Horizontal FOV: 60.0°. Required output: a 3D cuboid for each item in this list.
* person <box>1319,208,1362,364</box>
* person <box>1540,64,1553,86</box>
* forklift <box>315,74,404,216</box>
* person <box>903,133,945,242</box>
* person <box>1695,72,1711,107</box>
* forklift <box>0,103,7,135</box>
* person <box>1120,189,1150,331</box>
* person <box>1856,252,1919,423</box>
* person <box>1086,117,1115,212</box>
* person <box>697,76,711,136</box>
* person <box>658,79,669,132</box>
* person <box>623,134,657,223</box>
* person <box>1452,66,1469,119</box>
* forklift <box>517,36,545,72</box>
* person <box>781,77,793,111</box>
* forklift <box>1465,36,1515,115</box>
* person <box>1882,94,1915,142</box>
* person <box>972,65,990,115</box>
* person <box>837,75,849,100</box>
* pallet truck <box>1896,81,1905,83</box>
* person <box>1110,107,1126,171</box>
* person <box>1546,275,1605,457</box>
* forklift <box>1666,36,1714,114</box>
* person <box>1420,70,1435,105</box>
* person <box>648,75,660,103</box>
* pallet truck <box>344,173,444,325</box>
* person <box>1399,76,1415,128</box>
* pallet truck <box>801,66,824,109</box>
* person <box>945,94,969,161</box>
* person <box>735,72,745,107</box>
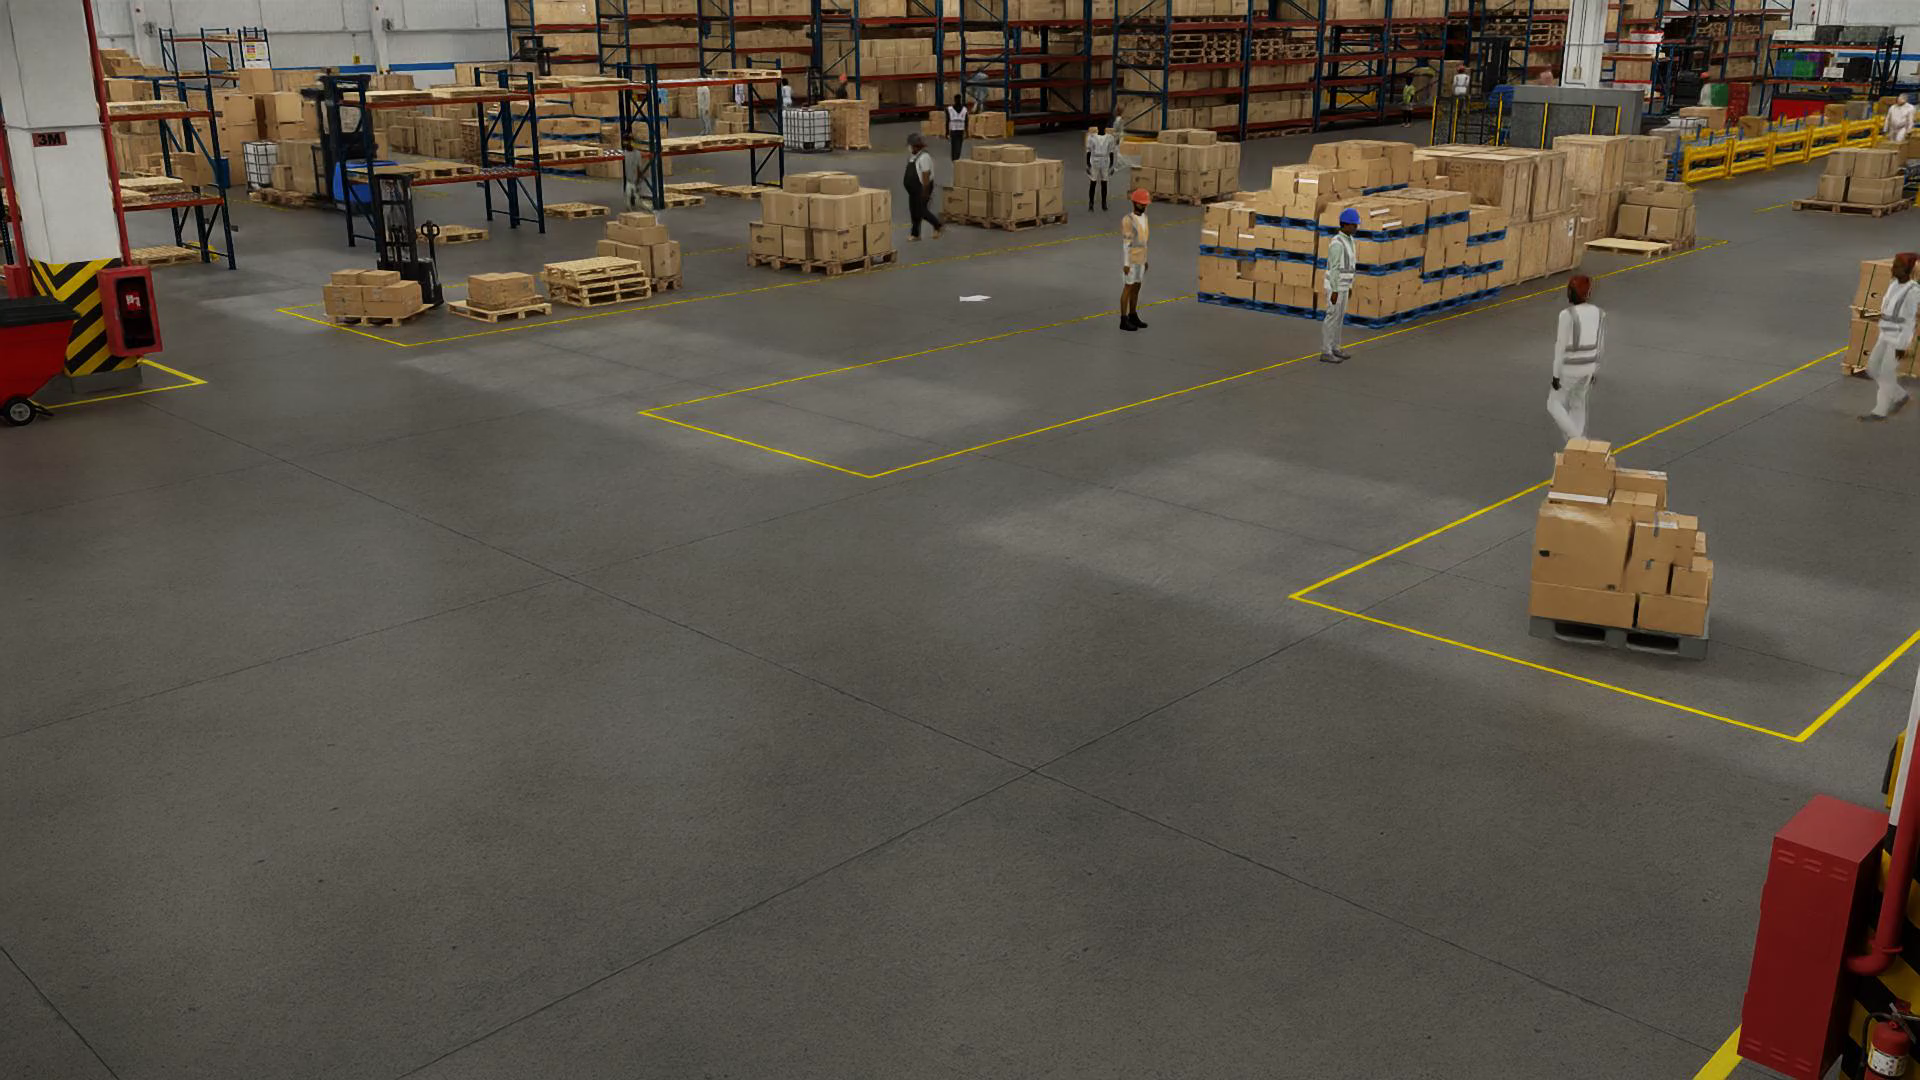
[{"bbox_3d":[4.782,-3.187,20.868,0.426,1.939,0.600,10,21,27],"label":"person"},{"bbox_3d":[21.409,-16.380,60.663,0.427,1.895,0.667,-5,19,-15],"label":"person"},{"bbox_3d":[-12.659,-8.279,34.724,1.873,2.768,1.129,17,25,41],"label":"forklift"},{"bbox_3d":[-0.711,-6.548,30.821,0.702,2.000,0.713,-8,20,-24],"label":"person"},{"bbox_3d":[23.580,-13.839,52.881,1.059,1.970,0.602,4,19,13],"label":"person"},{"bbox_3d":[-29.010,-14.010,51.991,1.129,2.768,1.873,15,24,38],"label":"forklift"},{"bbox_3d":[2.434,-3.856,22.877,0.374,1.934,0.548,14,23,36],"label":"person"},{"bbox_3d":[10.060,-2.159,17.862,0.491,1.872,0.605,2,18,5],"label":"person"},{"bbox_3d":[2.950,-7.893,35.002,0.604,1.959,0.379,-1,18,-4],"label":"person"},{"bbox_3d":[-7.973,-13.420,51.692,0.378,1.937,0.628,-12,22,-32],"label":"person"},{"bbox_3d":[-9.743,-14.193,54.393,0.316,1.695,0.541,5,19,14],"label":"person"},{"bbox_3d":[-6.318,-6.990,32.463,0.523,1.846,0.751,15,24,38],"label":"person"},{"bbox_3d":[18.069,-16.180,60.125,0.557,1.863,0.994,4,19,13],"label":"person"},{"bbox_3d":[-16.076,-17.514,62.550,1.873,2.768,1.129,16,24,40],"label":"forklift"},{"bbox_3d":[-5.788,-14.712,55.992,0.655,1.679,0.542,15,23,38],"label":"person"},{"bbox_3d":[19.973,-17.201,61.605,1.873,2.768,1.129,16,24,40],"label":"forklift"},{"bbox_3d":[24.736,-10.818,43.964,0.976,1.861,0.657,-14,23,-36],"label":"person"},{"bbox_3d":[0.739,-16.087,59.747,0.632,1.920,0.447,11,21,30],"label":"person"},{"bbox_3d":[-3.521,-13.413,51.625,0.834,1.963,0.623,4,19,13],"label":"person"},{"bbox_3d":[34.802,-16.331,61.455,0.653,1.274,1.630,17,25,41],"label":"pallet truck"},{"bbox_3d":[4.031,-10.269,42.674,0.365,1.626,0.552,0,18,0],"label":"person"},{"bbox_3d":[6.088,-1.671,16.399,0.597,1.870,0.449,-9,20,-25],"label":"person"},{"bbox_3d":[27.341,-17.291,61.877,1.129,2.768,1.873,17,25,41],"label":"forklift"},{"bbox_3d":[16.993,-16.214,60.438,0.927,1.722,0.524,16,24,39],"label":"person"},{"bbox_3d":[-10.888,-15.835,59.487,0.825,1.602,0.513,15,23,38],"label":"person"},{"bbox_3d":[-8.209,-4.181,23.757,0.823,1.965,1.885,3,19,9],"label":"pallet truck"},{"bbox_3d":[15.137,-14.813,56.258,0.318,1.699,0.535,-7,20,-20],"label":"person"},{"bbox_3d":[-4.812,-15.182,56.903,0.823,1.965,1.885,-9,21,-26],"label":"pallet truck"},{"bbox_3d":[-0.037,-10.666,43.440,0.620,1.900,0.660,-6,19,-19],"label":"person"},{"bbox_3d":[-7.291,-14.653,55.428,0.383,1.930,0.540,-6,19,-17],"label":"person"}]
